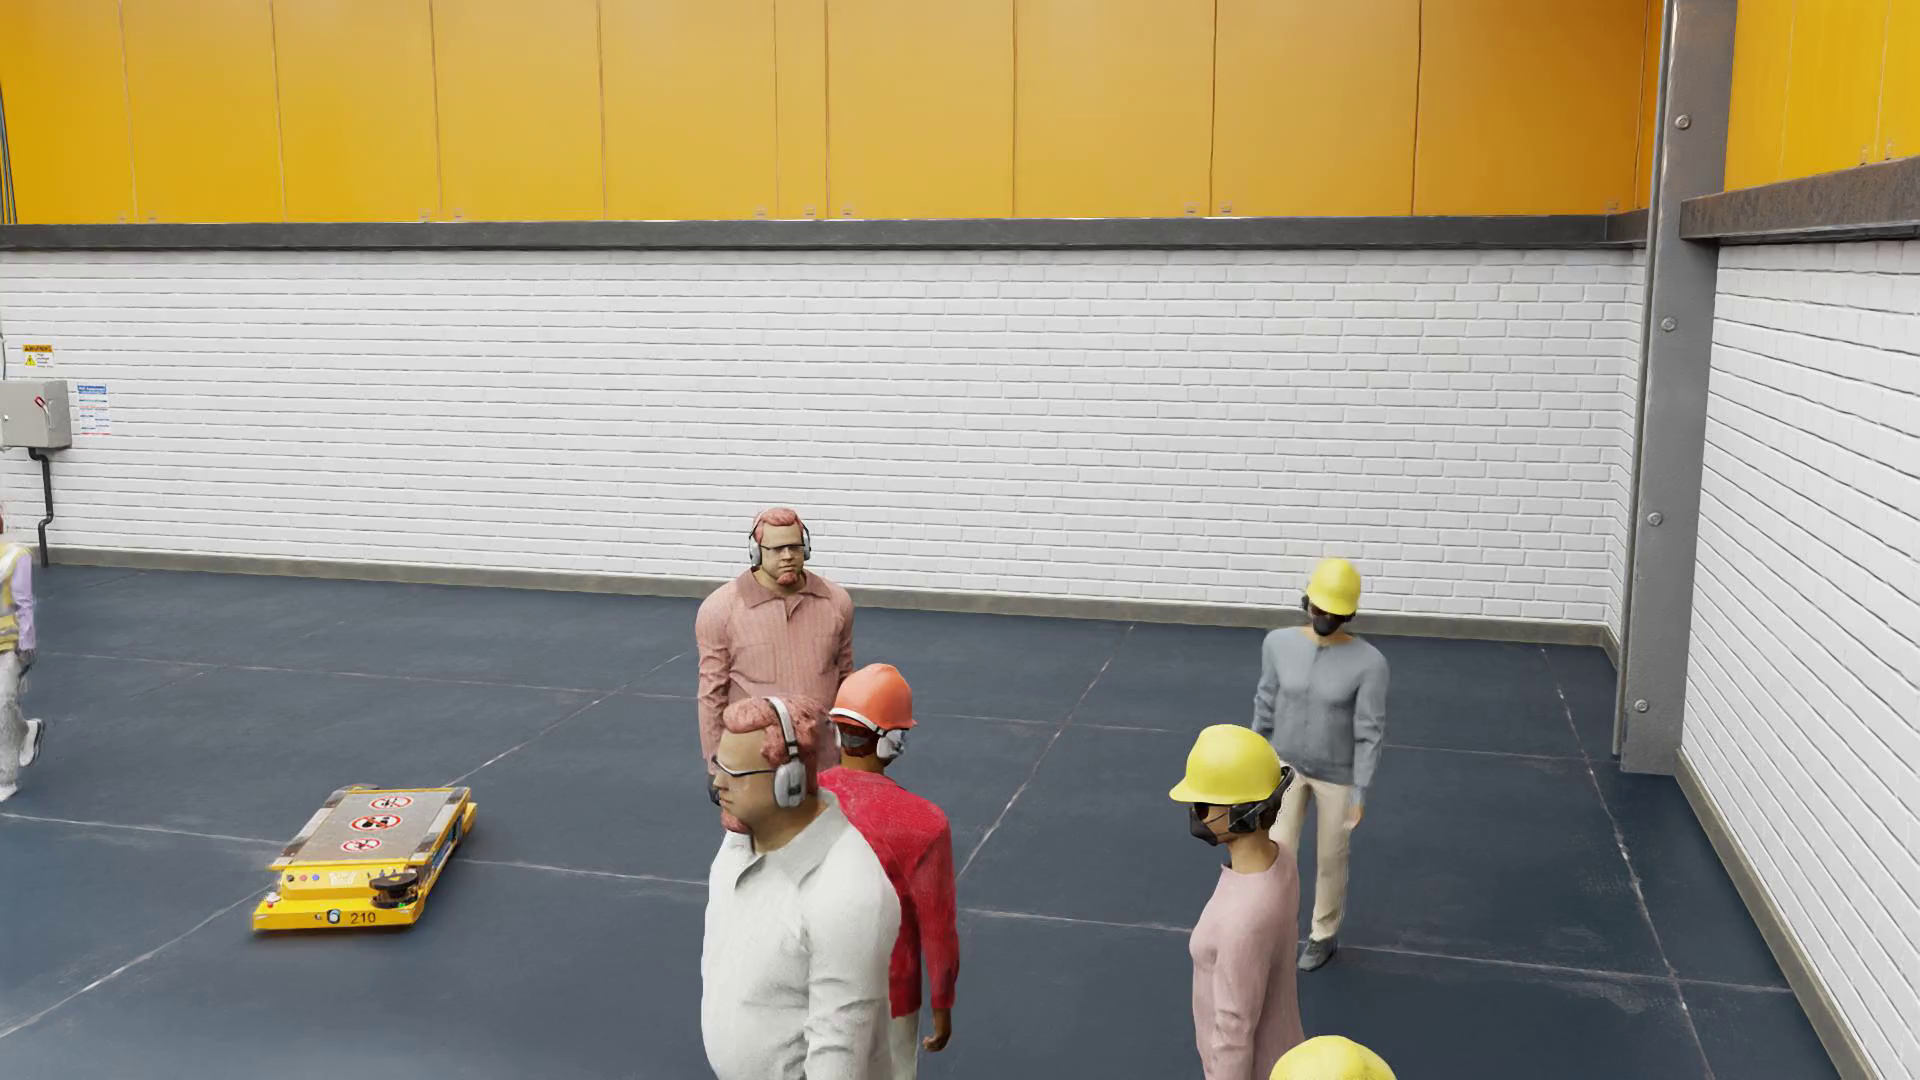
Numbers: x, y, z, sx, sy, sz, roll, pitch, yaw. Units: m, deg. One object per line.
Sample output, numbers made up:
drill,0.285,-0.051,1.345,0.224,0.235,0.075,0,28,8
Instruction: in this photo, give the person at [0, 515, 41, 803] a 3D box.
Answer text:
person,-5.057,0.550,8.781,0.516,1.619,0.552,1,10,5

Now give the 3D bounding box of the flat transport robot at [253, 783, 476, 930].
flat transport robot,-2.690,1.415,7.643,0.652,0.197,1.431,-1,10,-6

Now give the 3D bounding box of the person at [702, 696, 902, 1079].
person,-0.381,1.268,3.732,0.448,1.893,0.651,-7,12,-36

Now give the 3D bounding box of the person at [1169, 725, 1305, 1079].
person,0.659,1.297,3.977,0.340,1.761,0.528,3,10,19

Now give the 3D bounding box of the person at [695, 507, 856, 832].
person,-0.673,0.817,6.357,0.641,1.908,0.407,-5,11,-27

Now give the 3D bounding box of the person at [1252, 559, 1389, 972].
person,1.349,0.906,6.367,0.548,1.716,0.802,5,11,27

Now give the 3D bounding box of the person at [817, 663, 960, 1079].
person,-0.260,1.198,4.612,0.574,1.739,0.350,4,10,22

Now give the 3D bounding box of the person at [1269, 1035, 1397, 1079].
person,0.518,1.553,2.434,0.526,1.769,0.330,-2,10,-10
